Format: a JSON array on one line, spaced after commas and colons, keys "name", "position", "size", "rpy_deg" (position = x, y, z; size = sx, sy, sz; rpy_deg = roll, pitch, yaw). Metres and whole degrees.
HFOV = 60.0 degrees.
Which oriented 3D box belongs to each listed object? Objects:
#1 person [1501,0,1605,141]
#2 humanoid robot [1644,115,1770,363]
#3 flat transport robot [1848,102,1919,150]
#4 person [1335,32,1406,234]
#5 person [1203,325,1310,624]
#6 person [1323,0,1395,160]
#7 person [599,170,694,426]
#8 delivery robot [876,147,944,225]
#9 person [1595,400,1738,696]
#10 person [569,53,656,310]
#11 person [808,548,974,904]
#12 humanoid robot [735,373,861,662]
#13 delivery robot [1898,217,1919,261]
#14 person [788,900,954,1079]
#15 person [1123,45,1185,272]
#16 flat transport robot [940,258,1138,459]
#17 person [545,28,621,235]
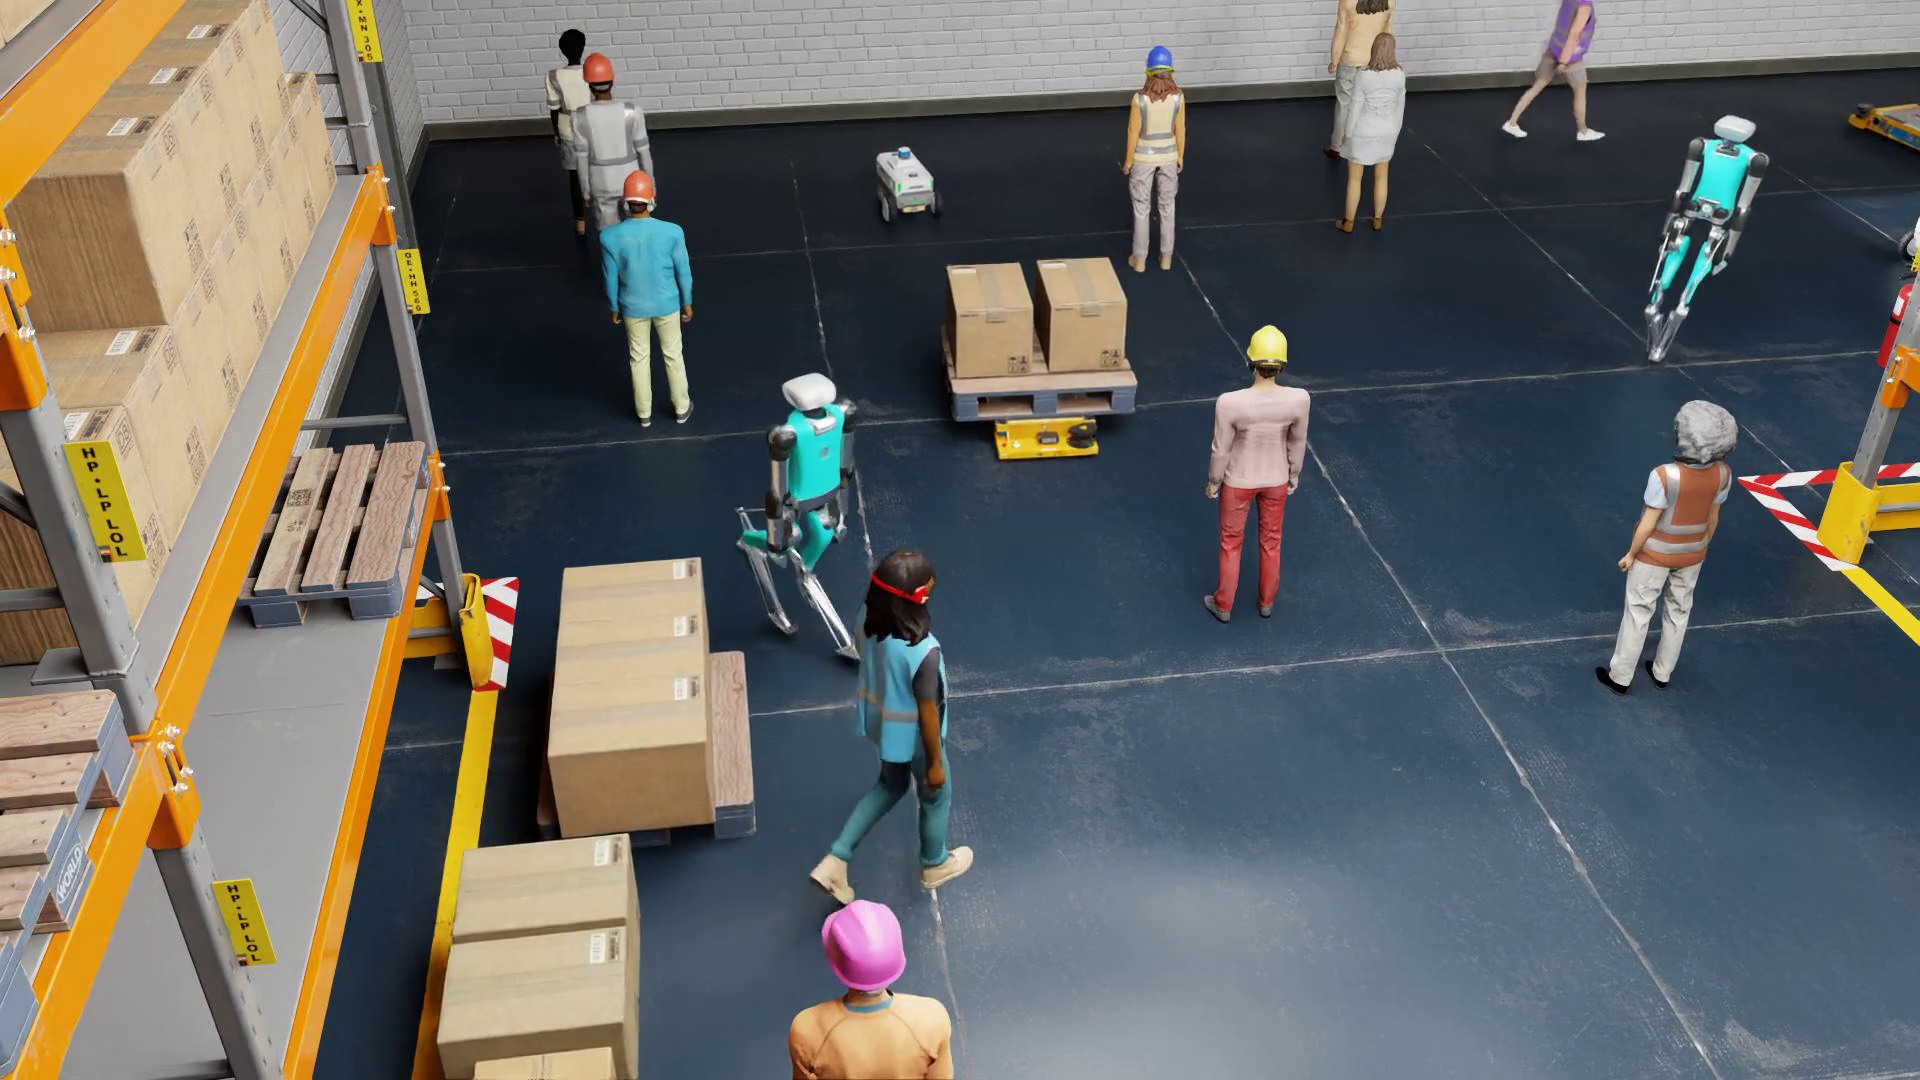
[{"name": "person", "position": [5.649, -4.533, 15.543], "size": [0.952, 1.635, 0.464], "rpy_deg": [-5, 33, -7]}, {"name": "humanoid robot", "position": [5.060, -1.987, 11.557], "size": [0.549, 1.770, 0.877], "rpy_deg": [25, 41, 33]}, {"name": "flat transport robot", "position": [9.208, -3.833, 15.726], "size": [0.659, 0.231, 1.431], "rpy_deg": [-10, 34, -15]}, {"name": "person", "position": [3.388, -3.347, 13.706], "size": [0.495, 1.659, 0.335], "rpy_deg": [-5, 33, -8]}, {"name": "person", "position": [1.588, -0.338, 9.000], "size": [0.532, 1.768, 0.308], "rpy_deg": [-5, 33, -8]}, {"name": "person", "position": [3.631, -4.379, 15.094], "size": [0.565, 1.876, 0.405], "rpy_deg": [-5, 33, -8]}, {"name": "person", "position": [-2.030, -1.571, 10.899], "size": [0.571, 1.750, 0.329], "rpy_deg": [-5, 33, -8]}, {"name": "delivery robot", "position": [-0.468, -3.057, 14.292], "size": [0.499, 0.613, 0.816], "rpy_deg": [-10, 34, -15]}, {"name": "person", "position": [3.601, 0.065, 8.447], "size": [0.452, 1.690, 0.321], "rpy_deg": [-5, 33, -8]}, {"name": "person", "position": [-2.568, -2.658, 12.427], "size": [0.584, 1.925, 0.404], "rpy_deg": [-8, 34, -13]}, {"name": "person", "position": [-0.280, 0.850, 7.109], "size": [0.737, 1.846, 0.528], "rpy_deg": [-24, 40, -31]}, {"name": "humanoid robot", "position": [-0.882, -0.130, 8.710], "size": [0.542, 1.745, 0.966], "rpy_deg": [-27, 42, -35]}, {"name": "delivery robot", "position": [8.006, -2.418, 13.270], "size": [0.739, 0.566, 0.499], "rpy_deg": [-5, 33, -7]}, {"name": "person", "position": [-0.271, 1.910, 5.354], "size": [0.515, 1.988, 0.363], "rpy_deg": [-5, 33, -8]}, {"name": "person", "position": [1.520, -2.980, 13.045], "size": [0.483, 1.772, 0.341], "rpy_deg": [-5, 34, -8]}, {"name": "flat transport robot", "position": [0.507, -0.983, 11.359], "size": [0.659, 0.231, 1.431], "rpy_deg": [-3, 33, -5]}, {"name": "person", "position": [-3.088, -3.339, 13.662], "size": [0.540, 1.695, 0.316], "rpy_deg": [-5, 33, -8]}]
